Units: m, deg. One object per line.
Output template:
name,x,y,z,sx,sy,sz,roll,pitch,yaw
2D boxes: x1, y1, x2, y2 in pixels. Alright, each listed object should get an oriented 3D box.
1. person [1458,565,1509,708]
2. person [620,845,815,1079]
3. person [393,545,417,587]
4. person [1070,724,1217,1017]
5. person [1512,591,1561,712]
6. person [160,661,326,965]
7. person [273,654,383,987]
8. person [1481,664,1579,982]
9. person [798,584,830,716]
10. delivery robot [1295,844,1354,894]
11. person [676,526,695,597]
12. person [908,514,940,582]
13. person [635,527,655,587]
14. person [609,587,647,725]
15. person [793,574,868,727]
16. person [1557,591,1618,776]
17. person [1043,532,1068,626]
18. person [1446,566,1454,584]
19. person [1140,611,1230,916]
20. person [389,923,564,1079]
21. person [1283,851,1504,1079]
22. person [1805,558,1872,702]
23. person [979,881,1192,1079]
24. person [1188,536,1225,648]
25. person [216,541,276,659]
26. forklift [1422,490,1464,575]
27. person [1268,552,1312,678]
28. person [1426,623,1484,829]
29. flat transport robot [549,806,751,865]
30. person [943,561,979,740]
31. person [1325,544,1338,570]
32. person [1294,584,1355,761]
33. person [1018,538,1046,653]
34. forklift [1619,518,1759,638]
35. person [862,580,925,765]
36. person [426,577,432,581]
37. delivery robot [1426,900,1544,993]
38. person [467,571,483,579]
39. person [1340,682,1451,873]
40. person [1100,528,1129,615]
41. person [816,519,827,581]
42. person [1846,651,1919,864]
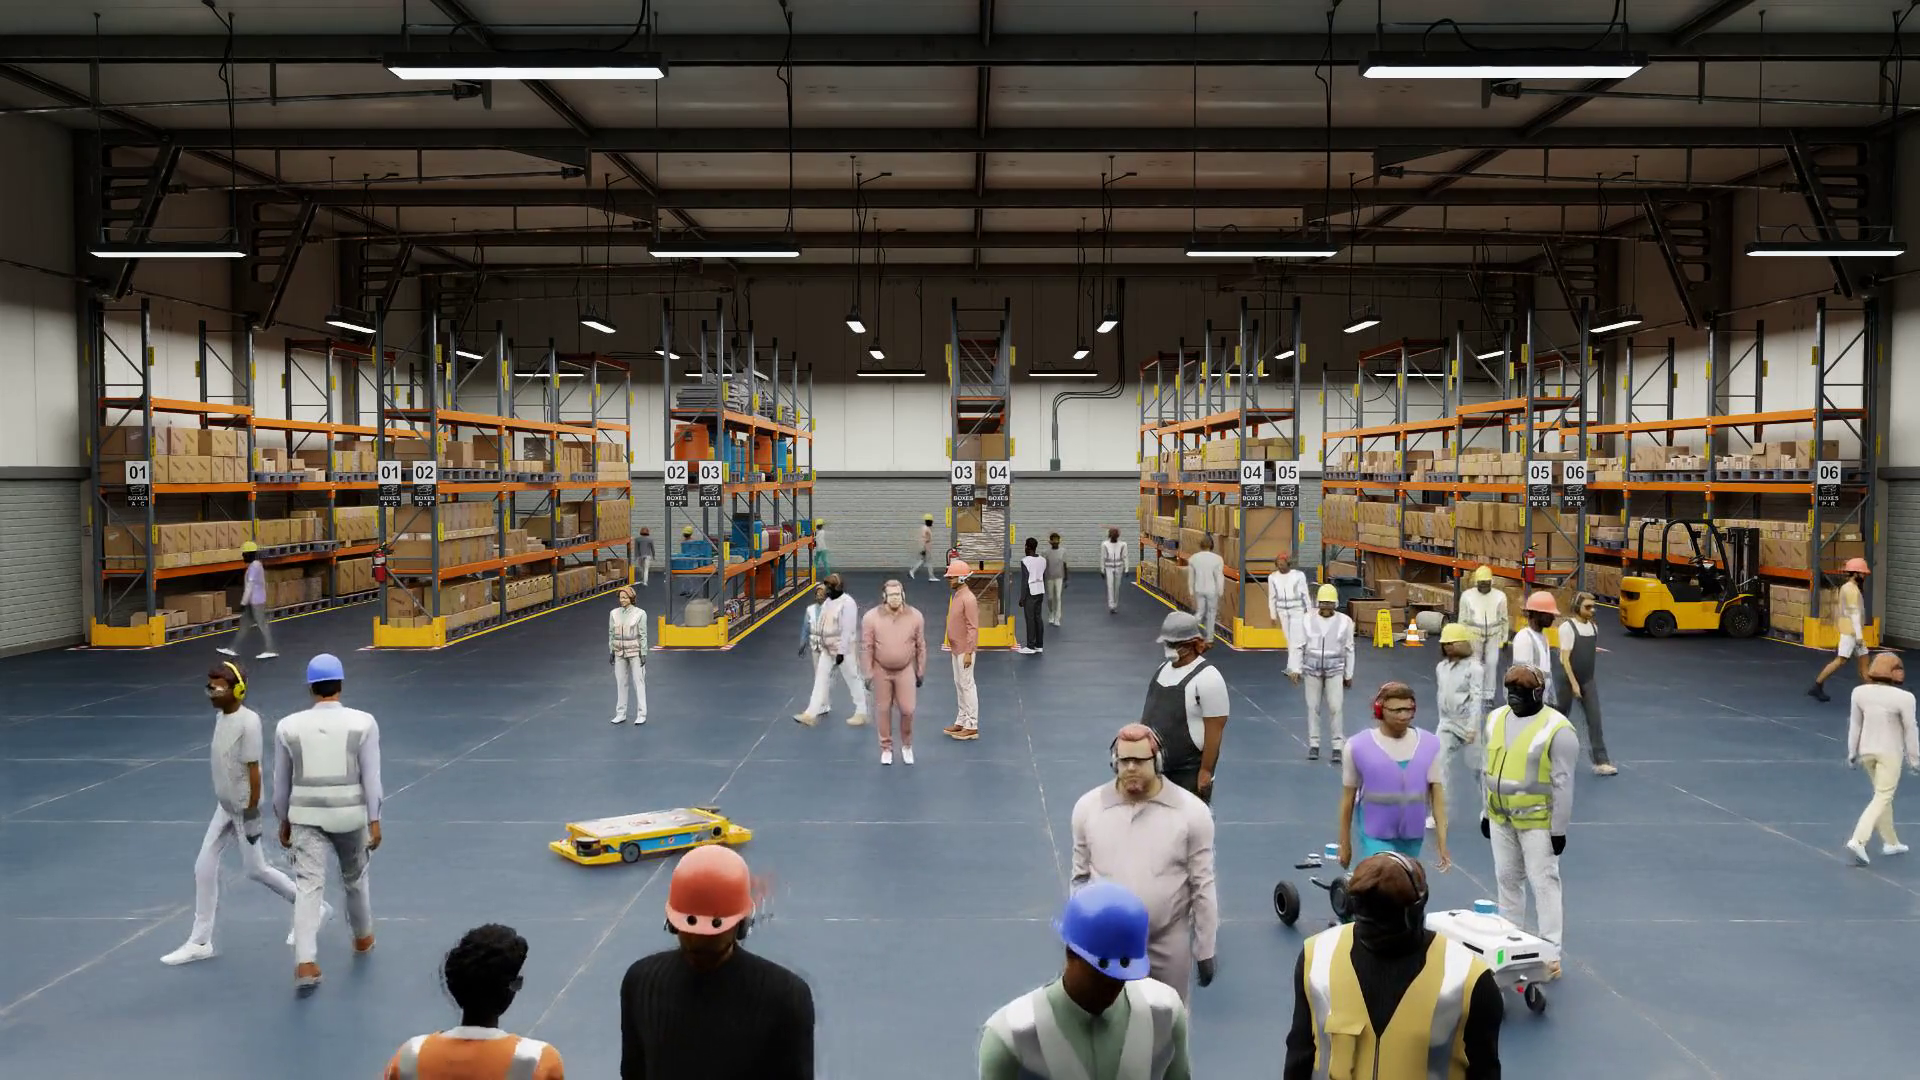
person,6.671,1.216,20.576,0.619,1.811,0.554,0,2,11
person,-0.679,1.794,4.595,0.636,1.940,1.002,1,2,16
person,-11.590,0.634,33.777,0.613,1.935,1.001,0,2,1
person,0.802,1.723,7.076,0.651,1.875,0.881,1,2,13
person,5.130,1.413,14.269,0.569,1.917,0.561,2,3,37
person,-4.399,1.638,9.961,0.545,1.828,0.903,2,3,43
person,-3.738,1.624,9.554,0.629,1.886,1.007,0,2,-11
person,3.334,1.648,9.540,0.430,1.836,0.619,-1,3,-29
person,-1.713,1.344,19.744,0.560,1.616,0.518,2,3,37
delivery robot,2.412,2.086,10.436,0.335,0.223,0.698,-1,2,-16
person,-6.606,0.522,39.104,0.556,1.729,0.550,2,3,44
person,-1.009,0.211,44.958,0.815,1.900,0.585,0,2,1
person,-8.373,0.440,42.863,0.517,1.596,0.842,0,2,-3
person,-3.927,1.366,19.139,0.514,1.631,0.318,1,2,20
person,-1.471,1.294,18.889,0.960,1.791,0.641,-2,3,-37
person,6.130,1.406,16.079,0.511,1.806,0.954,-1,2,-21
person,1.870,0.756,31.921,0.522,1.845,0.838,0,2,3
person,13.285,0.182,43.833,0.378,2.040,0.607,1,3,30
person,1.468,1.508,10.949,0.538,2.000,0.682,-1,3,-31
person,-1.333,1.917,4.506,0.553,1.674,0.434,0,2,9
person,1.262,1.831,4.777,0.634,1.840,0.429,1,3,27
person,11.491,1.167,20.895,0.983,1.895,0.560,1,3,26
person,0.337,1.827,4.347,0.630,1.884,0.755,-1,2,-16
person,4.191,0.890,27.537,0.630,1.924,0.559,2,3,34
person,-11.442,0.973,25.873,0.945,1.886,0.591,-1,3,-25
forklift,13.926,-0.371,47.846,1.873,2.768,1.129,0,2,0
person,4.763,1.091,23.463,0.641,1.832,0.934,2,3,34
person,4.240,1.544,13.613,0.849,1.709,0.492,-2,3,-38
flat transport robot,-2.432,2.310,12.709,1.431,0.197,0.652,-2,3,-37
person,0.008,1.225,18.122,0.397,1.992,0.621,-1,2,-15
person,10.344,0.346,44.892,0.564,1.614,0.512,1,2,23
person,3.785,1.360,16.763,0.610,1.822,0.422,1,2,18
person,1.207,0.917,26.827,0.384,1.918,0.596,2,3,39
forklift,13.417,0.684,29.791,2.313,2.155,1.214,0,2,0
person,-0.672,1.349,16.395,0.653,1.890,0.585,0,2,-5
person,-10.907,0.770,33.618,0.534,1.667,0.763,0,2,3
delivery robot,2.940,2.269,9.060,0.477,0.478,0.707,-1,2,-20
person,-11.862,0.456,39.471,0.588,1.834,0.403,0,2,0
person,2.428,1.683,9.128,0.558,1.799,0.936,0,2,-11
person,3.295,0.658,34.408,0.592,1.831,0.983,0,2,0
person,-3.990,0.281,45.176,0.871,1.725,0.530,-1,2,-23
person,7.037,1.648,12.360,0.815,1.601,0.512,-1,3,-26
